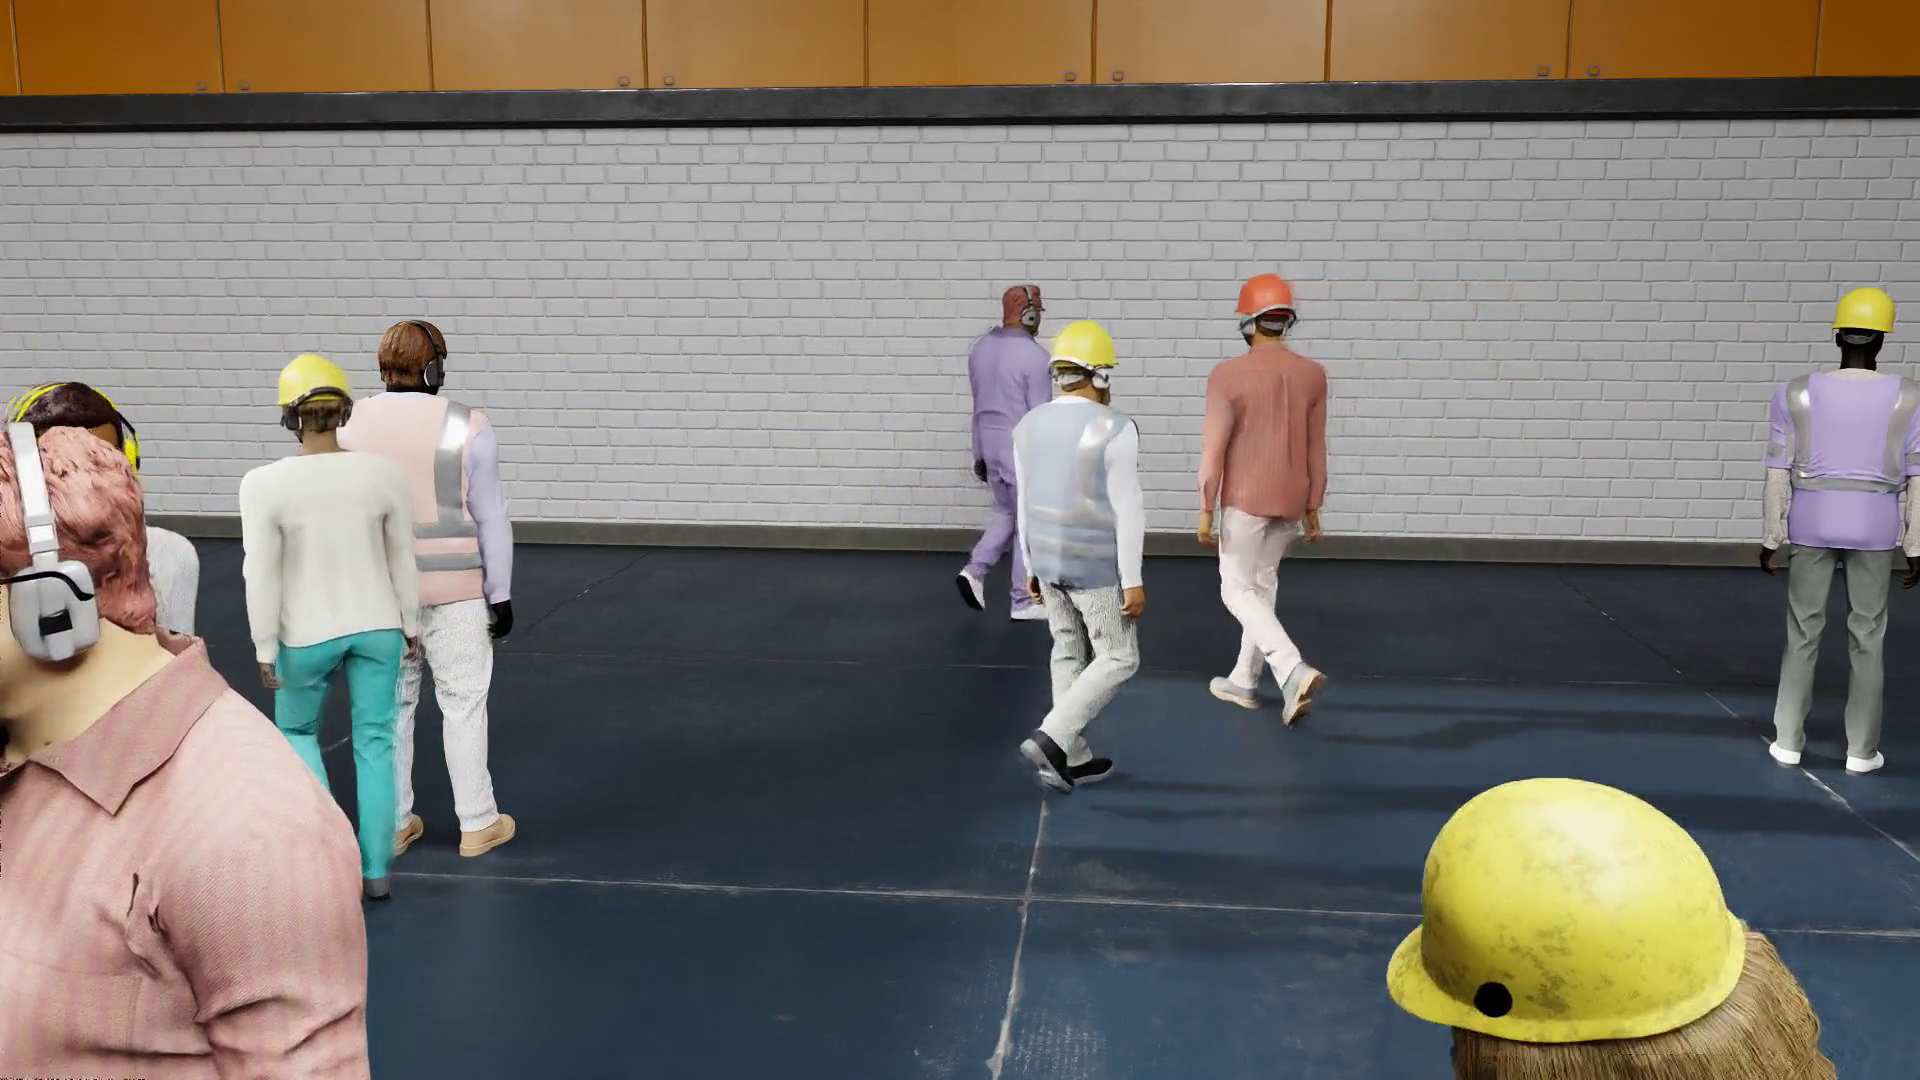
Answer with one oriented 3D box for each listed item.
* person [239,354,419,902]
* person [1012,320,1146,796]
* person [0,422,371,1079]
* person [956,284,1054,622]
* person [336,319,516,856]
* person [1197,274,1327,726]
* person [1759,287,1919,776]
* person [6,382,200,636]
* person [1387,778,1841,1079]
[{"bbox_3d":[-1.975,0.294,5.268,0.541,1.754,0.376,-6,12,-32],"label":"person"},{"bbox_3d":[0.426,0.087,6.257,0.519,1.812,0.608,-9,13,-41],"label":"person"},{"bbox_3d":[-0.914,0.821,1.801,0.646,1.904,0.401,7,12,35],"label":"person"},{"bbox_3d":[0.292,-0.467,9.216,0.492,1.887,0.662,-7,12,-35],"label":"person"},{"bbox_3d":[-1.821,0.175,5.679,0.633,1.843,0.429,1,10,3],"label":"person"},{"bbox_3d":[1.362,-0.170,7.277,0.619,1.975,0.815,-5,11,-26],"label":"person"},{"bbox_3d":[3.497,-0.028,6.593,0.594,1.926,0.368,5,11,27],"label":"person"},{"bbox_3d":[-1.825,0.568,3.505,0.485,1.829,0.957,-7,12,-35],"label":"person"},{"bbox_3d":[0.569,1.020,1.266,0.509,1.690,0.832,-2,10,-13],"label":"person"}]
